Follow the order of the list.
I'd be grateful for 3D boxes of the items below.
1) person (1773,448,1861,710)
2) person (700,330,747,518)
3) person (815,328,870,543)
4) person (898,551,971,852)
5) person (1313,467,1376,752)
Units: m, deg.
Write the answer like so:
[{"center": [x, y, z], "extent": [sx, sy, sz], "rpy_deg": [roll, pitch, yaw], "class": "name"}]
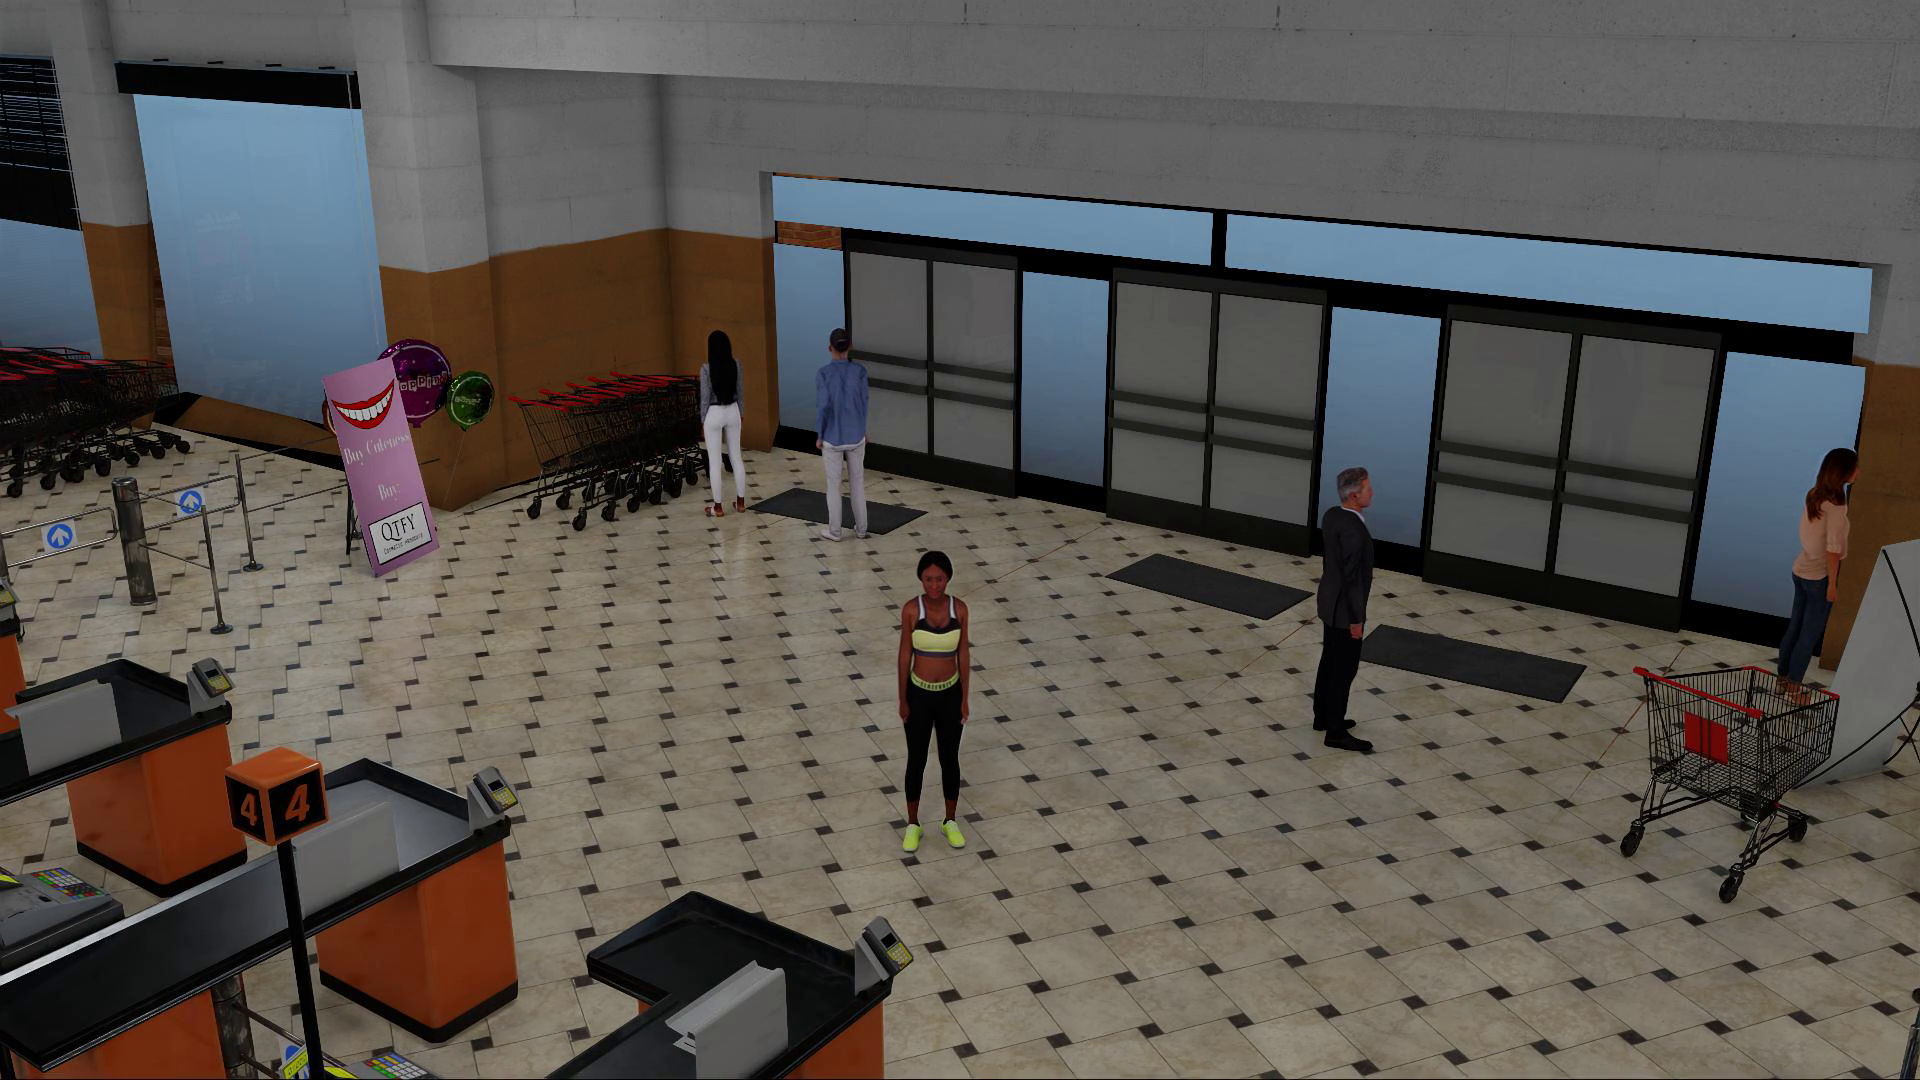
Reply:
[{"center": [5.748, 0.242, 11.178], "extent": [0.734, 1.790, 0.620], "rpy_deg": [2, 19, 5], "class": "person"}, {"center": [-2.168, -1.075, 15.186], "extent": [0.587, 1.725, 0.721], "rpy_deg": [-12, 22, -31], "class": "person"}, {"center": [-1.018, -0.914, 14.453], "extent": [0.692, 1.887, 0.802], "rpy_deg": [-8, 20, -22], "class": "person"}, {"center": [-0.148, 0.889, 9.314], "extent": [0.640, 1.755, 0.696], "rpy_deg": [-3, 19, -8], "class": "person"}, {"center": [2.452, 0.412, 10.591], "extent": [0.863, 1.842, 0.775], "rpy_deg": [-1, 19, -4], "class": "person"}]
